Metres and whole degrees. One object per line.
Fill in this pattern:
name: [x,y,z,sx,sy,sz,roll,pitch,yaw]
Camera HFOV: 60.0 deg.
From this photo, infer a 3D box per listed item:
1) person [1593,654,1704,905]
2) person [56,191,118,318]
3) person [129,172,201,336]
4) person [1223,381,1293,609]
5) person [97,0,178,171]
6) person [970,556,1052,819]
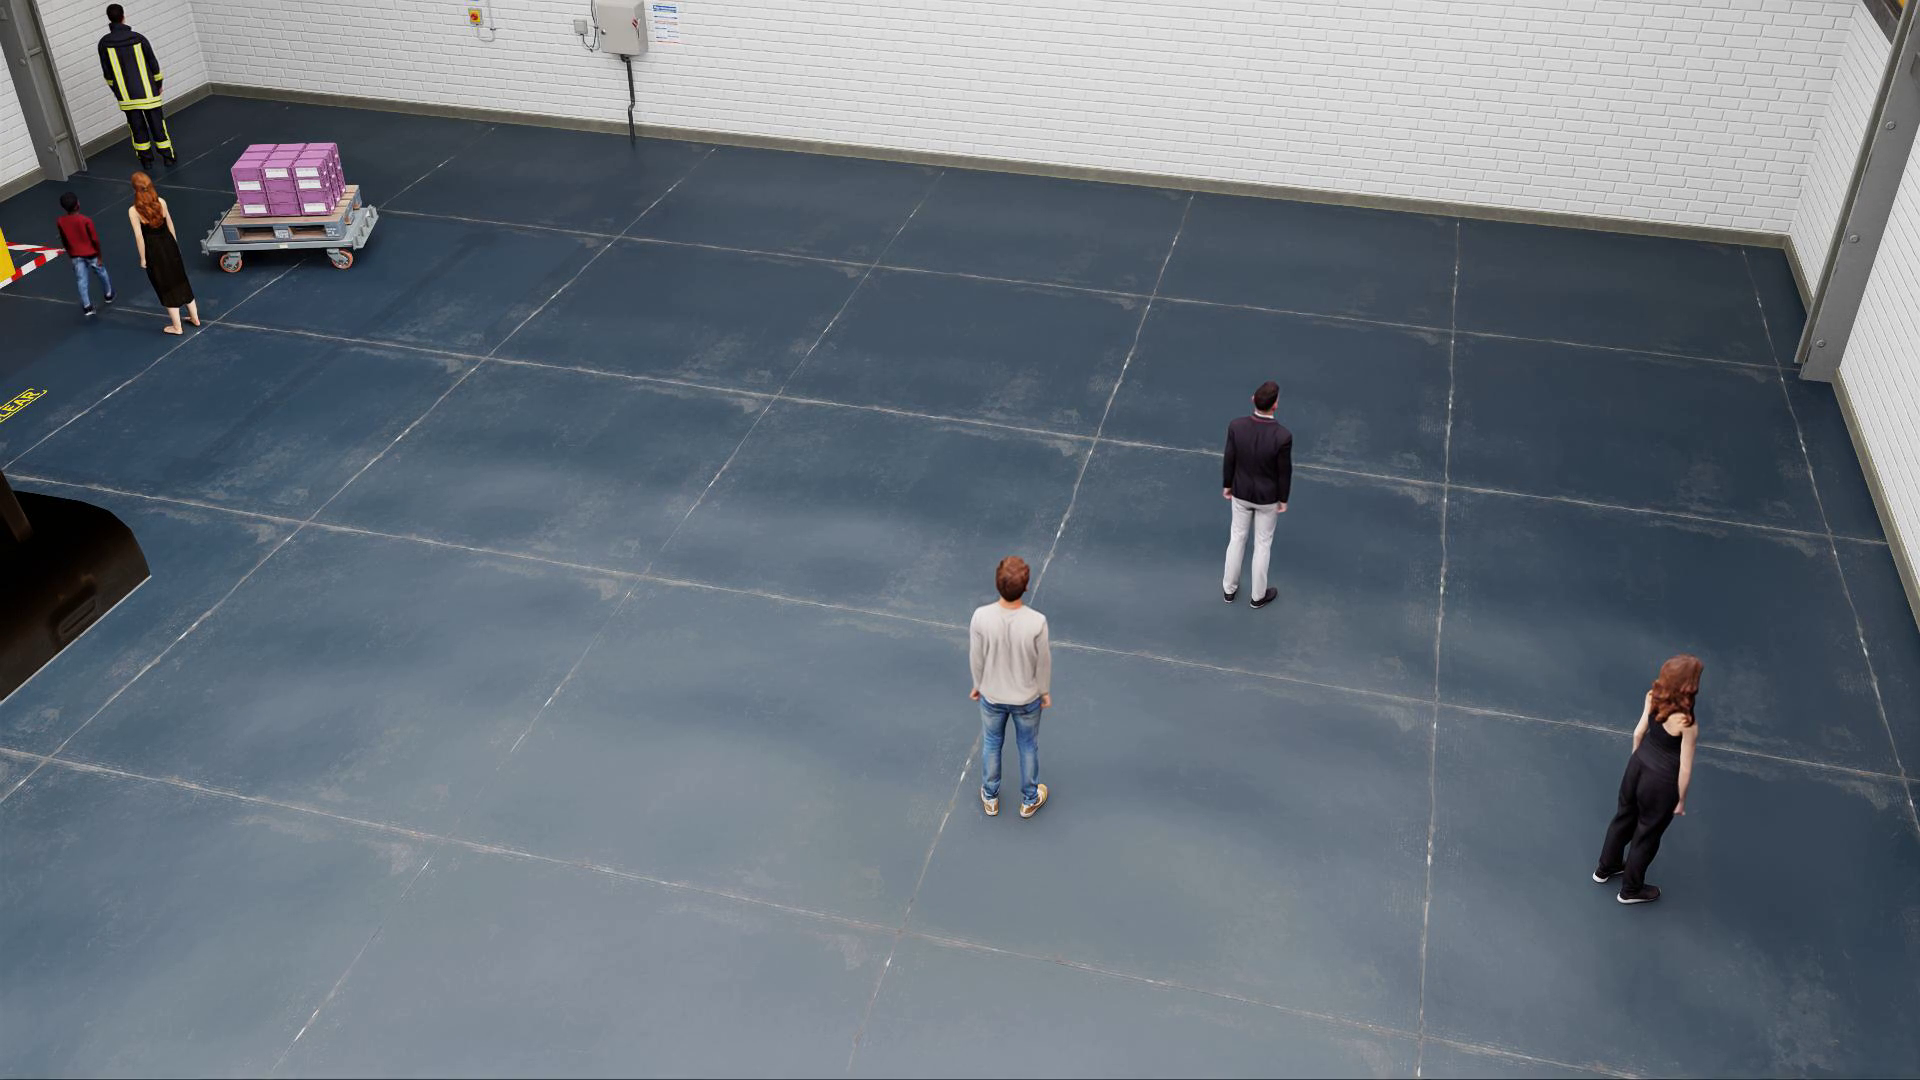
person: [4.020,1.376,9.665,0.726,1.748,0.644,-13,36,-19]
person: [-8.668,-2.802,16.412,0.767,1.238,0.933,-9,35,-13]
person: [-7.683,-2.760,15.999,0.698,1.625,0.596,20,38,27]
person: [2.156,-0.330,12.146,0.709,1.844,0.641,17,37,24]
person: [-9.728,-5.356,19.632,0.895,1.927,0.912,-12,35,-17]
person: [0.313,0.924,10.203,0.675,1.905,0.592,6,34,8]
